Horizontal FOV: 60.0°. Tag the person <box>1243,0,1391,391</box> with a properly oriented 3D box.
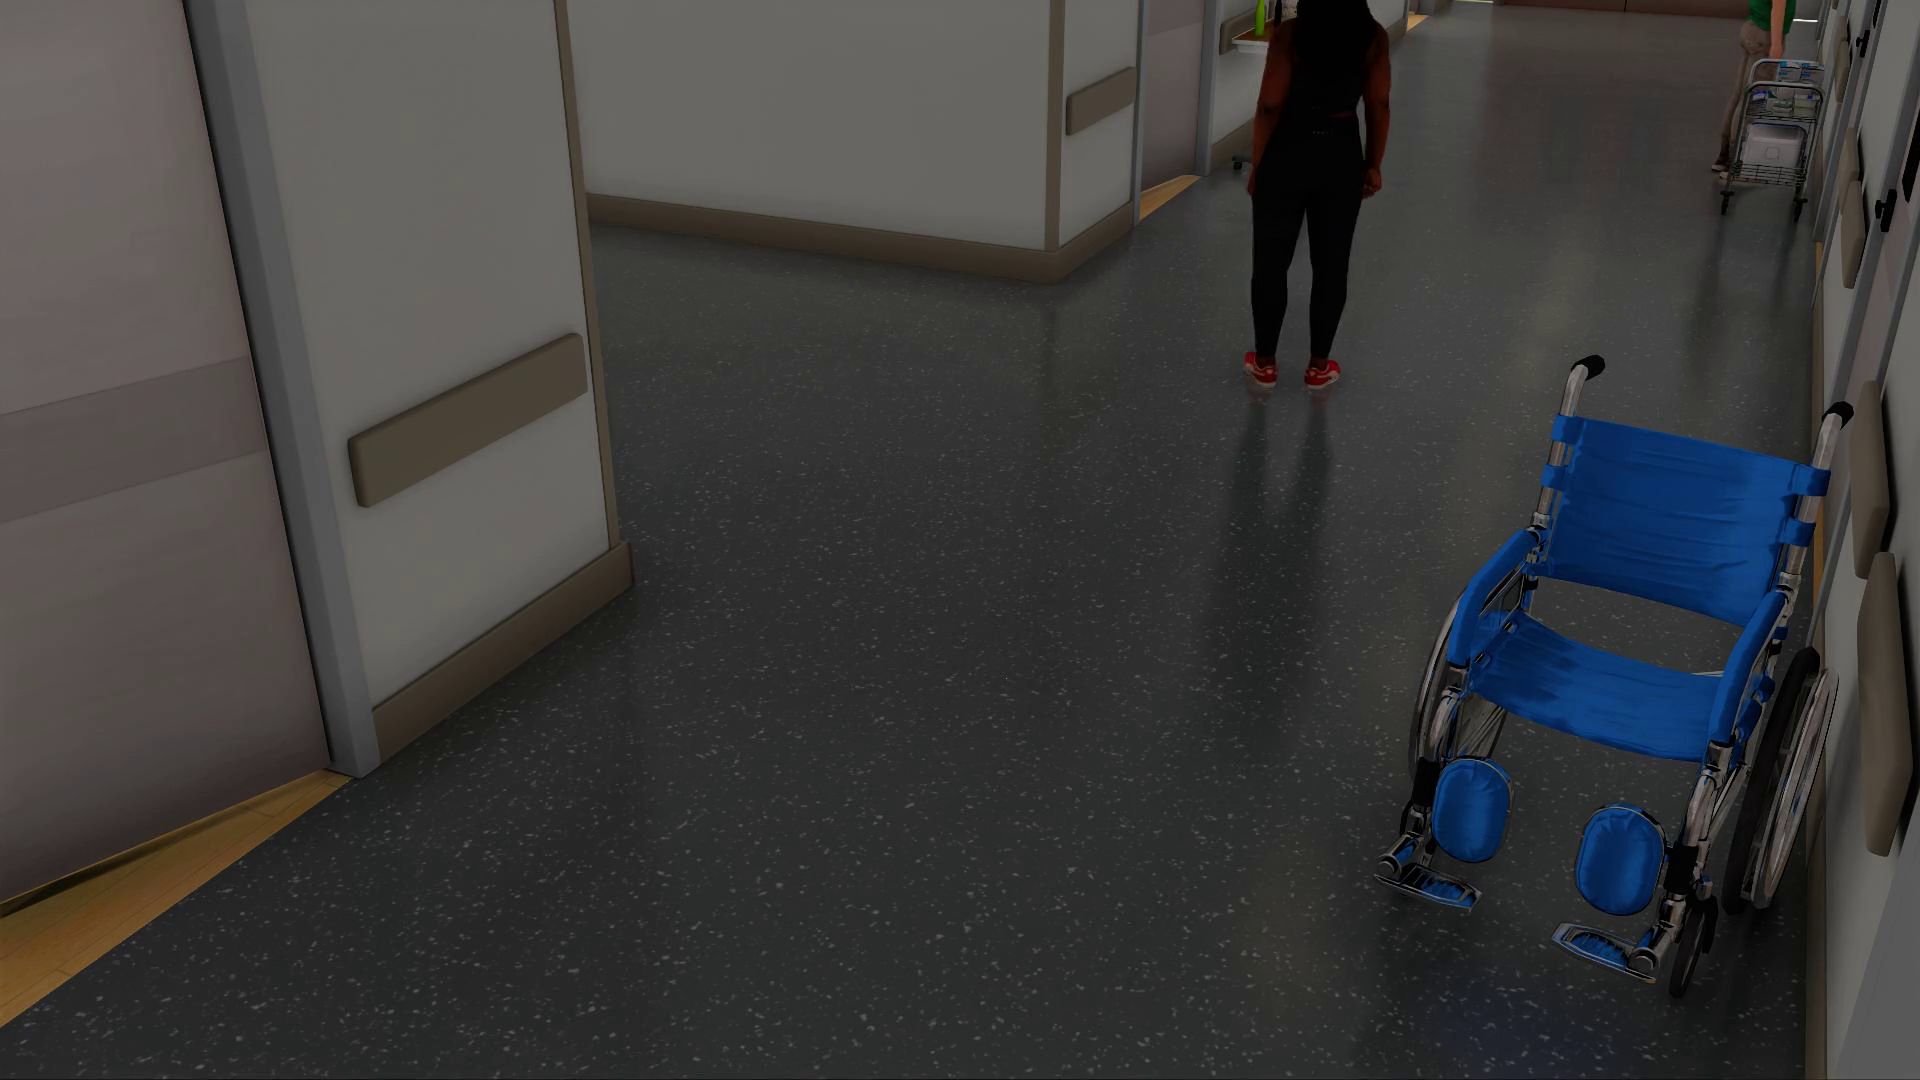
[{"bbox_3d":[1.412,-1.496,6.713,0.783,1.814,0.755,4,26,8],"label":"person"}]

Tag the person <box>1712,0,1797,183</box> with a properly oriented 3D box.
[{"bbox_3d":[4.881,-3.054,10.132,0.685,1.652,0.527,7,27,13],"label":"person"}]
